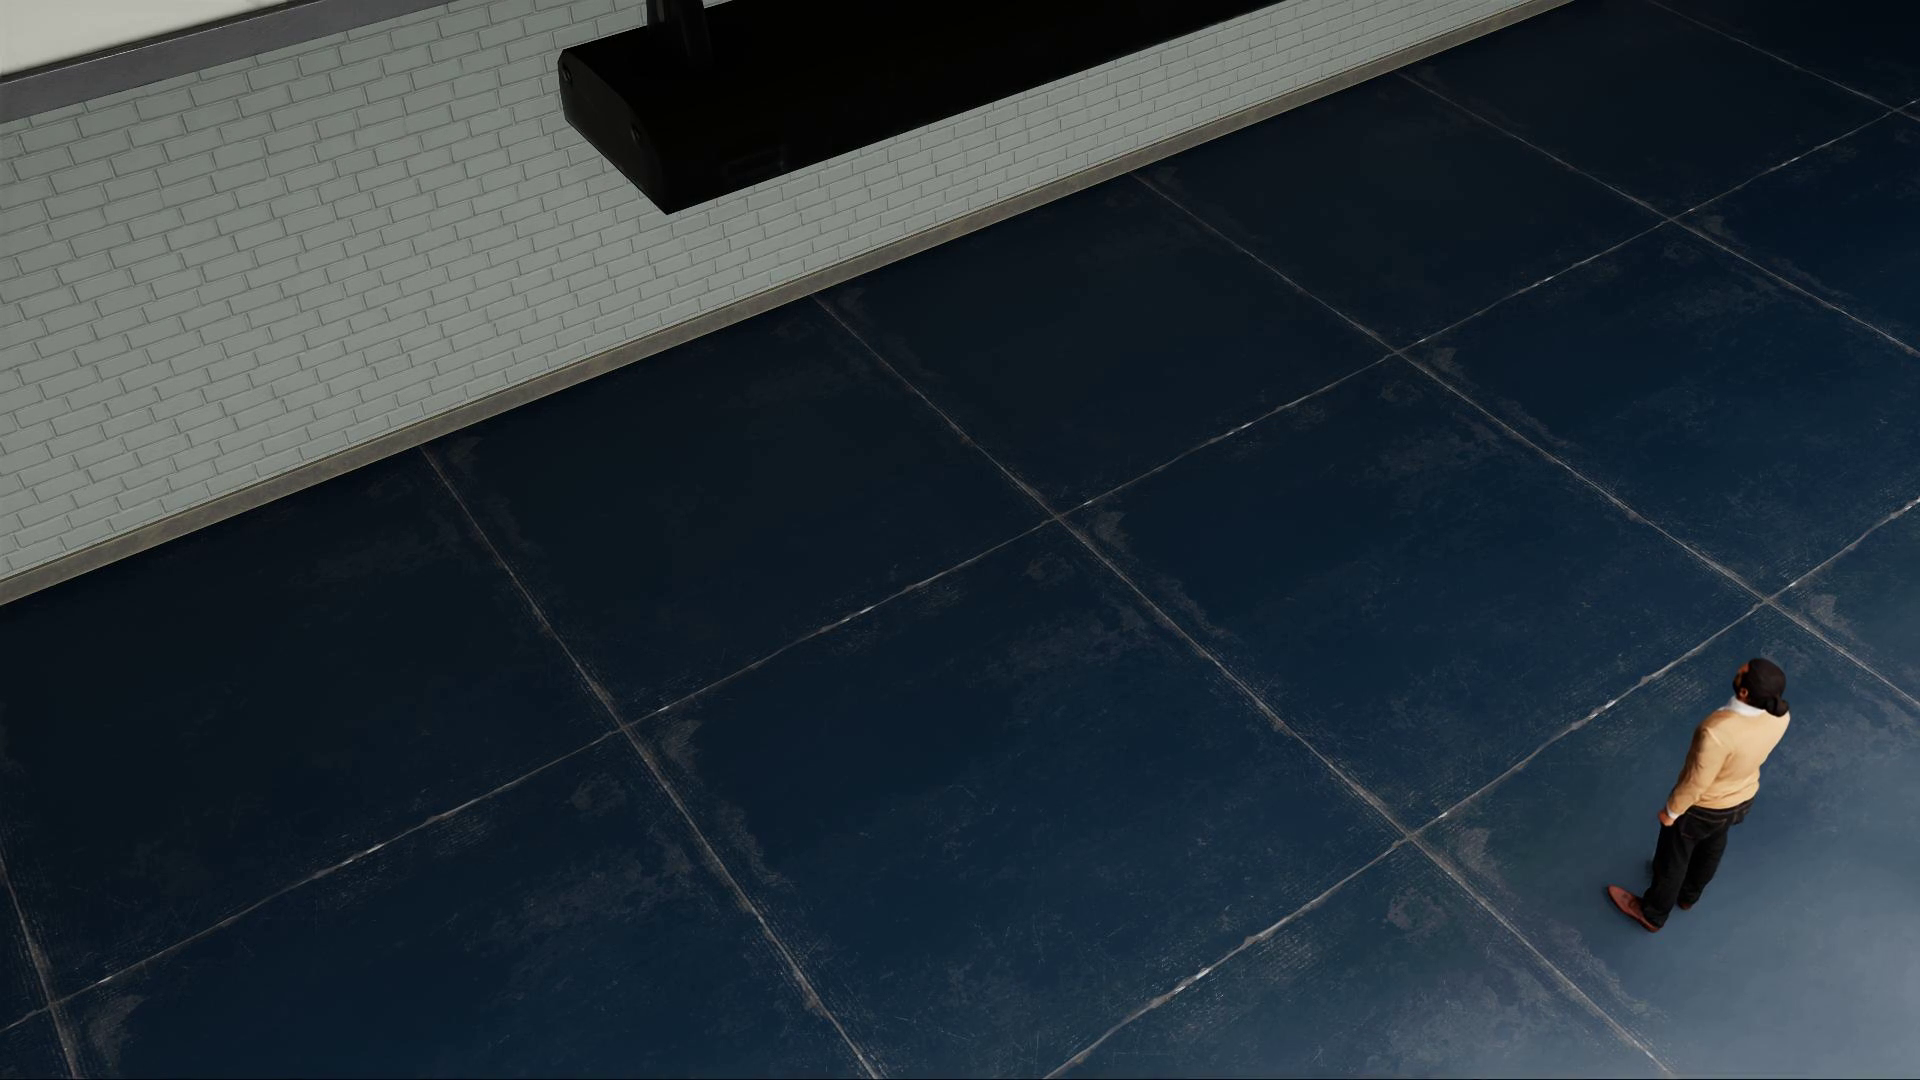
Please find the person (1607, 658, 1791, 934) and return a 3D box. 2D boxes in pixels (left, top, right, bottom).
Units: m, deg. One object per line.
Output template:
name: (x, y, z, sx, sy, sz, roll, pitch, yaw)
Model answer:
person: (3.468, 1.184, 7.687, 0.675, 1.754, 0.621, -20, 47, -20)
